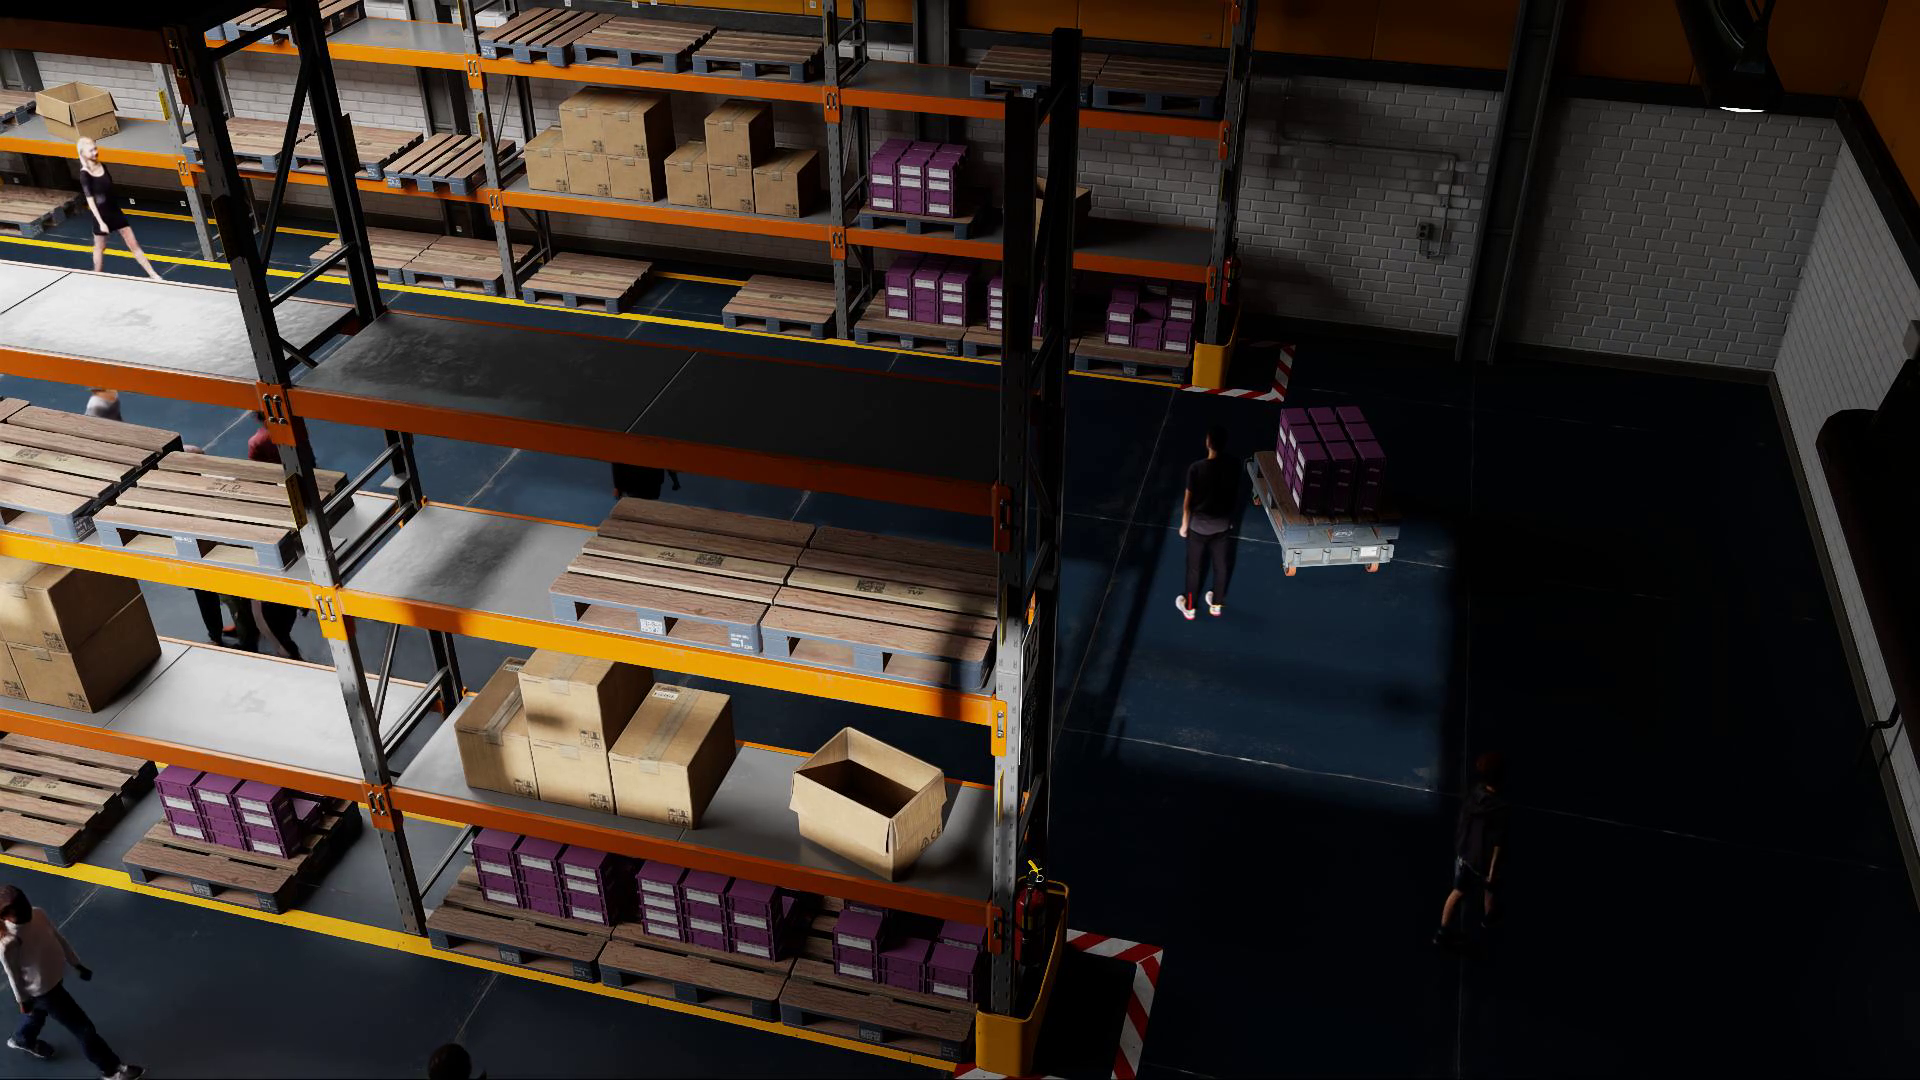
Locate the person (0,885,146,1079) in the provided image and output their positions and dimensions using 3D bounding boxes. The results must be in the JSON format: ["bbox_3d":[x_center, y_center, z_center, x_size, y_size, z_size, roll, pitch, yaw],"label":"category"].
[{"bbox_3d":[-5.404,2.566,9.693,1.141,1.514,0.631,3,34,5],"label":"person"}]

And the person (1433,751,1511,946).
[{"bbox_3d":[3.280,2.031,10.592,0.932,1.409,0.878,-13,36,-18],"label":"person"}]

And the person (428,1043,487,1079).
[{"bbox_3d":[-2.530,3.220,8.576,0.606,1.661,0.657,25,41,32],"label":"person"}]

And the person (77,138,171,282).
[{"bbox_3d":[-9.720,-3.635,18.781,1.151,1.781,0.623,8,34,12],"label":"person"}]

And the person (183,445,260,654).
[{"bbox_3d":[-5.855,0.070,13.121,0.776,1.876,0.766,-8,34,-12],"label":"person"}]

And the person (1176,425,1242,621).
[{"bbox_3d":[2.023,-0.137,13.534,0.667,1.763,0.768,-10,35,-15],"label":"person"}]
